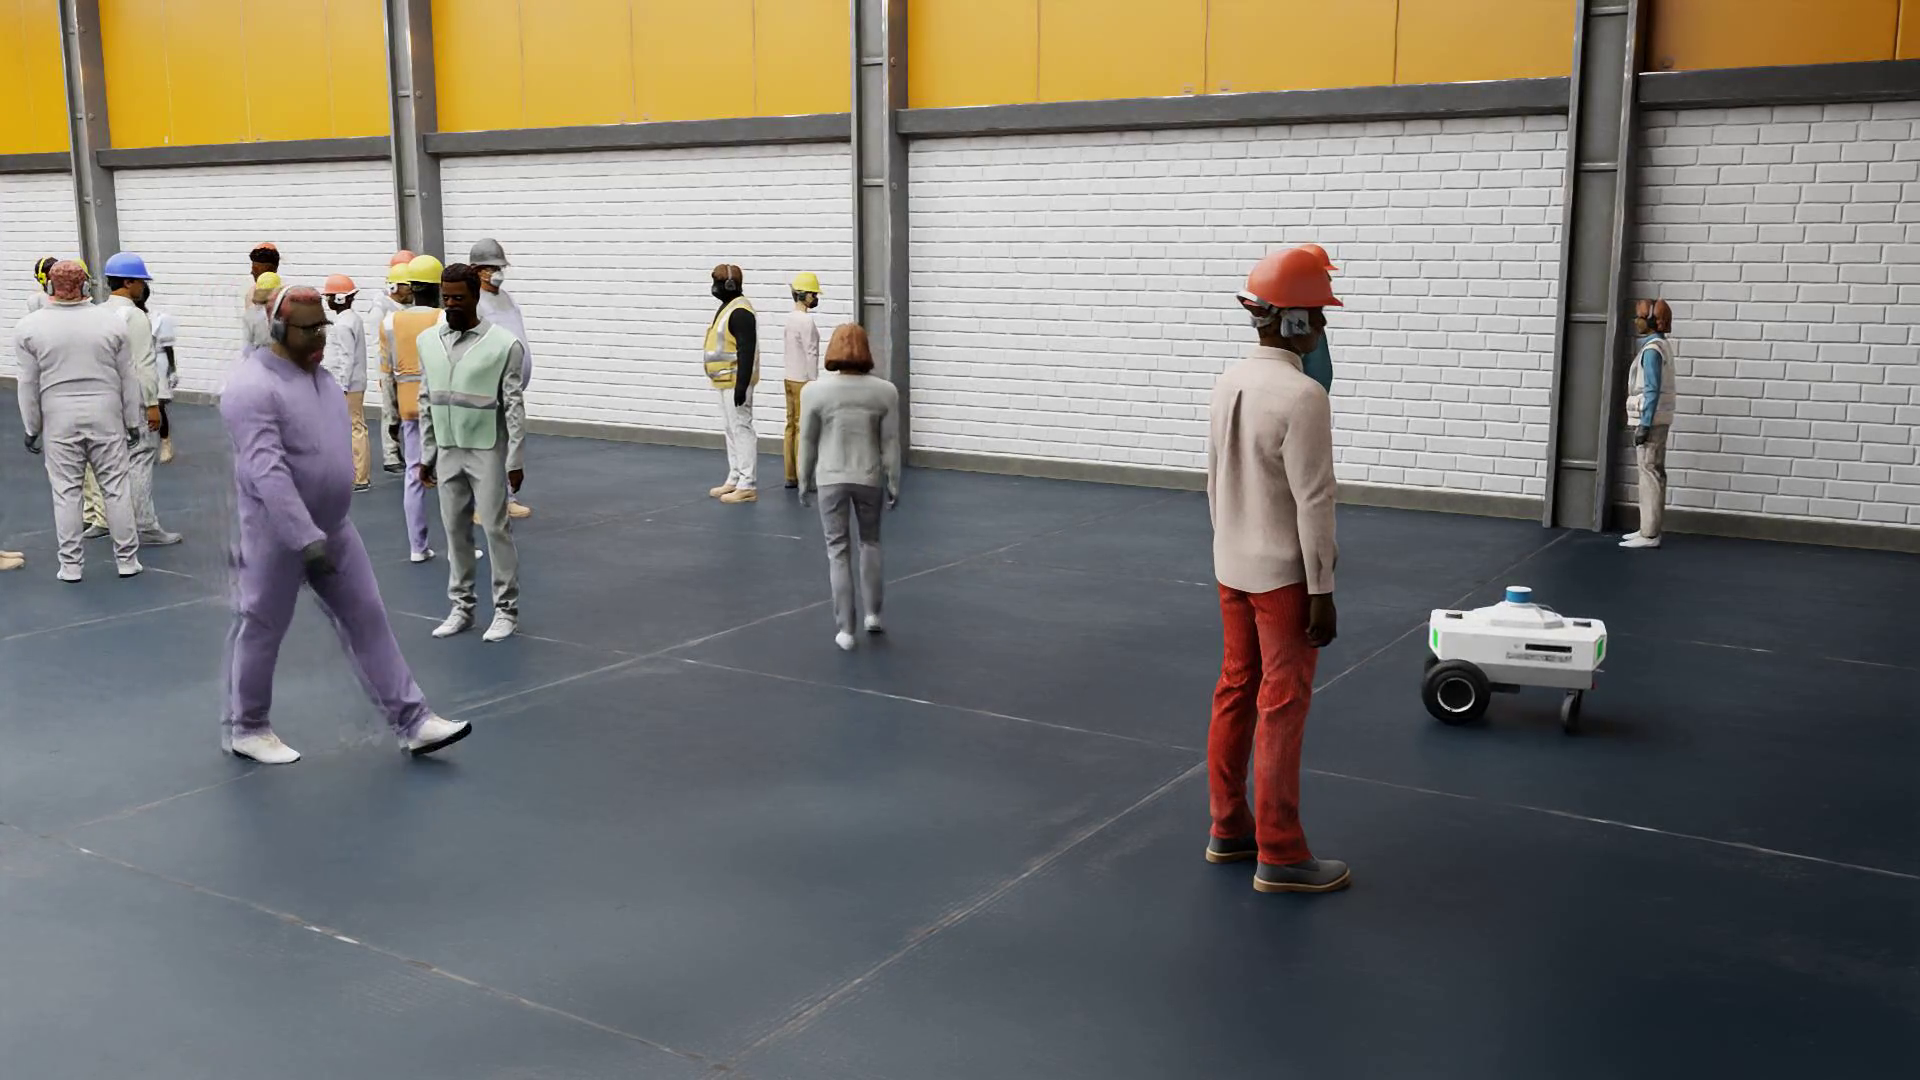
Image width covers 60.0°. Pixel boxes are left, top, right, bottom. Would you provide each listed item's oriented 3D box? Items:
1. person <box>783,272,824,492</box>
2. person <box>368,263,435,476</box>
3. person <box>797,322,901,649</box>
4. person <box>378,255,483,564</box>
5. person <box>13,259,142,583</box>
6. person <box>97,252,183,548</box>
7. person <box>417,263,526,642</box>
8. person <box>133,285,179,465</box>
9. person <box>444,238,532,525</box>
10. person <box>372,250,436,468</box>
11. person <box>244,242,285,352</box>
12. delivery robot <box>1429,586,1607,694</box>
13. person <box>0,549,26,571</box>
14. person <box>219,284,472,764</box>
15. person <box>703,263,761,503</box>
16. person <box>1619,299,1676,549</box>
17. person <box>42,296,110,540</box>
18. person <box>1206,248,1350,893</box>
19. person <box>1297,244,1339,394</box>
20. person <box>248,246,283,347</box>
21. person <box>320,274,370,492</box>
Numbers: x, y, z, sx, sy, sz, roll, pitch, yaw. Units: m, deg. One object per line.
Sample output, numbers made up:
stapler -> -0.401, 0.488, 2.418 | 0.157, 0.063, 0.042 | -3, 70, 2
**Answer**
person -> -1.257, -1.268, 13.433 | 0.329, 1.763, 0.523 | -5, 11, -25
person -> -4.819, -1.471, 14.398 | 0.404, 1.825, 0.595 | 5, 11, 25
person -> -0.566, -0.276, 8.342 | 0.502, 1.617, 0.493 | -2, 11, -14
person -> -3.309, -0.805, 10.401 | 0.585, 1.928, 0.379 | 2, 10, 9
person -> -5.214, -0.700, 9.878 | 0.638, 1.910, 0.407 | -6, 12, -29
person -> -5.476, -0.921, 10.997 | 0.615, 1.942, 0.407 | 7, 12, 34
person -> -2.469, -0.441, 8.450 | 0.587, 1.911, 0.396 | 3, 11, 17
person -> -7.275, -1.481, 14.823 | 0.551, 1.680, 0.381 | -1, 10, -5
person -> -3.333, -1.140, 11.945 | 0.535, 2.000, 0.684 | 4, 11, 22
person -> -4.900, -1.592, 14.746 | 0.361, 1.935, 0.543 | 7, 12, 34
person -> -7.070, -2.044, 17.084 | 0.612, 1.995, 0.377 | 6, 12, 32
delivery robot -> 2.358, 0.440, 7.050 | 0.707, 0.478, 0.477 | 3, 11, 17
person -> -5.984, -0.712, 10.158 | 0.357, 1.836, 0.511 | -7, 12, -34
person -> -2.409, -0.027, 6.315 | 1.019, 1.844, 0.643 | 3, 11, 18
person -> -1.767, -1.212, 12.899 | 0.430, 1.843, 0.625 | -4, 11, -19
person -> 4.540, -0.760, 10.950 | 0.313, 1.639, 0.517 | 6, 12, 28
person -> -5.995, -0.883, 11.318 | 0.330, 1.750, 0.573 | -9, 13, -40
person -> 0.989, 0.100, 5.207 | 0.380, 1.995, 0.611 | -4, 11, -21
person -> 2.095, -0.798, 10.173 | 0.374, 1.997, 0.613 | 4, 11, 19
person -> -6.215, -1.668, 15.074 | 0.361, 1.964, 0.616 | -8, 13, -38
person -> -4.950, -1.262, 13.418 | 0.325, 1.752, 0.560 | -2, 11, -13
